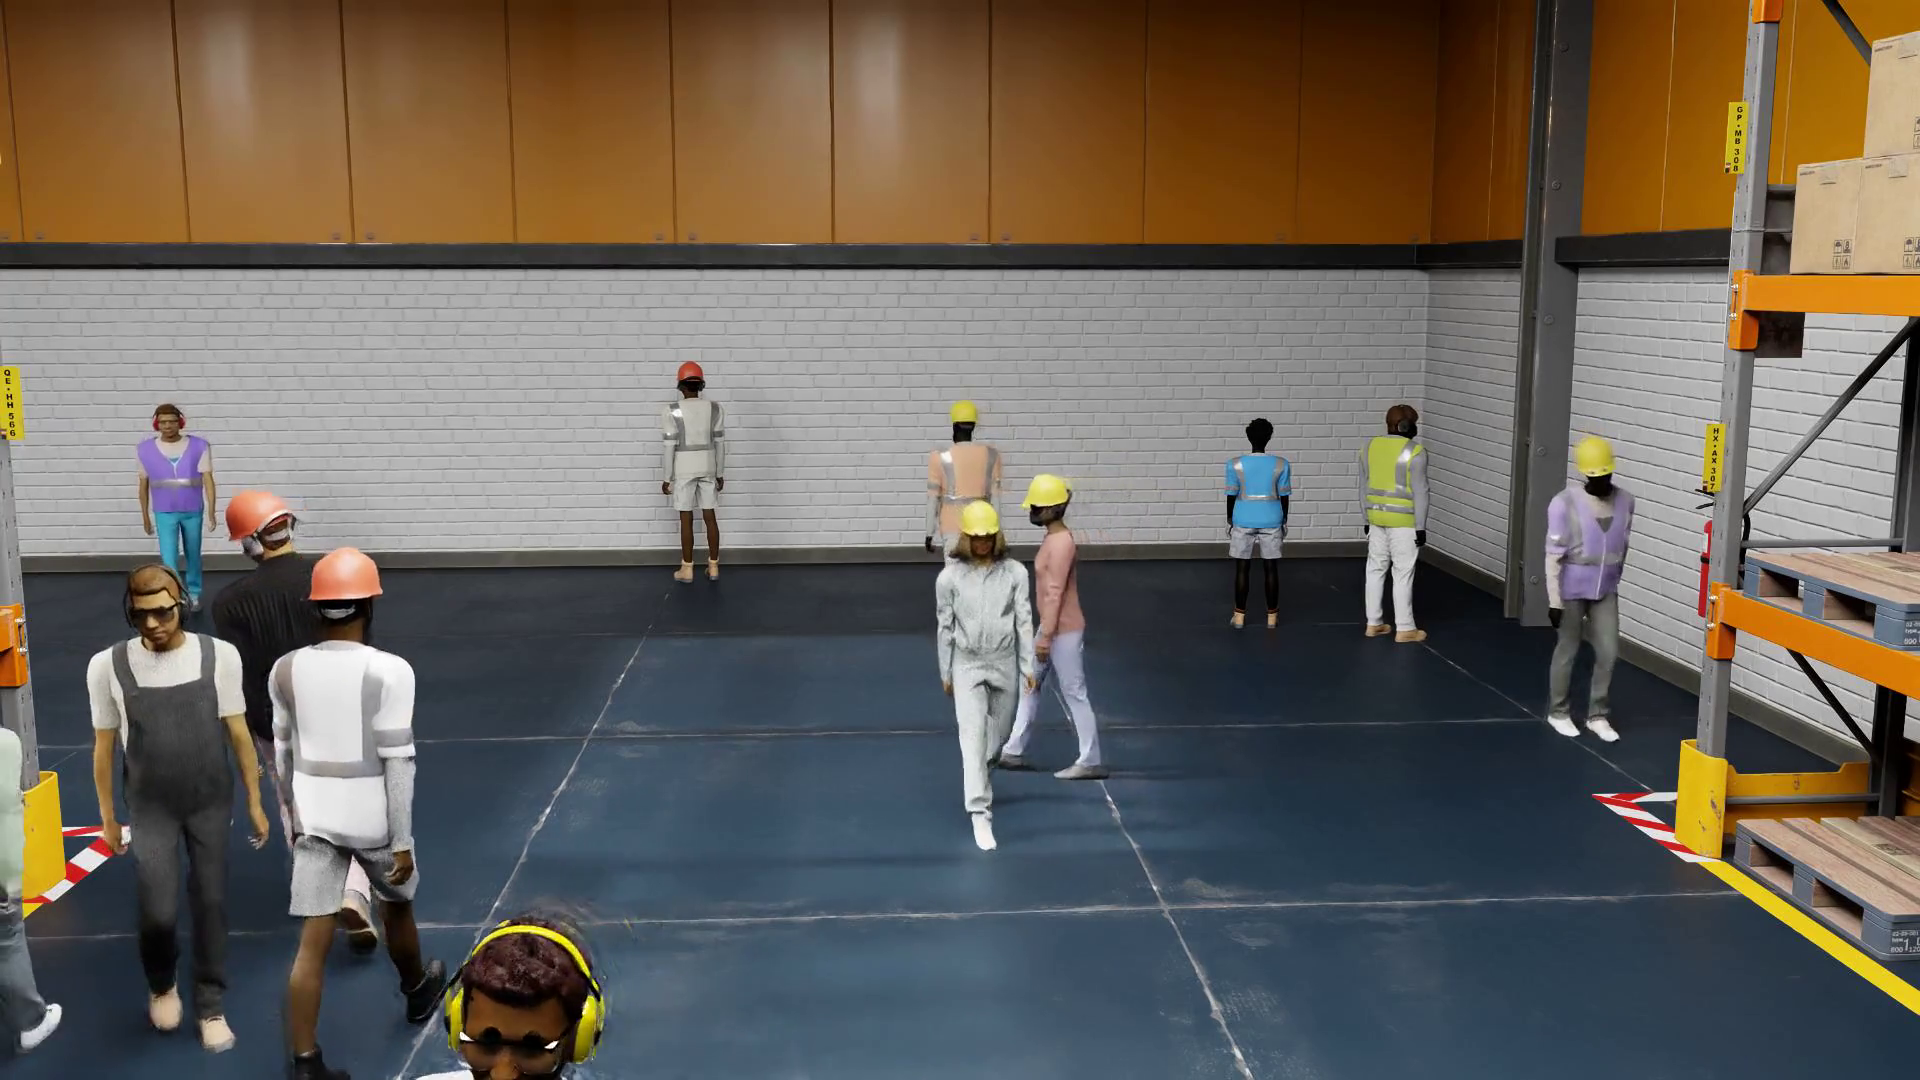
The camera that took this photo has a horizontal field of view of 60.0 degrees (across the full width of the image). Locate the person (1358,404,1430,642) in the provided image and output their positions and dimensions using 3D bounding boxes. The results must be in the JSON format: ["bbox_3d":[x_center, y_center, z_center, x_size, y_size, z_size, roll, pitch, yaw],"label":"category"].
[{"bbox_3d":[3.386,-0.134,12.932,0.430,1.841,0.624,-7,11,-36],"label":"person"}]

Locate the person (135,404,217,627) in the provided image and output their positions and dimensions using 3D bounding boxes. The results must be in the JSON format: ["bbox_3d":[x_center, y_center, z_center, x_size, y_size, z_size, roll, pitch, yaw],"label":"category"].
[{"bbox_3d":[-6.435,-0.229,13.679,0.567,1.800,0.978,-5,10,-27],"label":"person"}]

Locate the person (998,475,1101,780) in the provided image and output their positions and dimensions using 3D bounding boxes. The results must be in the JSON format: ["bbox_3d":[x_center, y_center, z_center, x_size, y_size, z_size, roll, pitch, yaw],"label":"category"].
[{"bbox_3d":[0.430,0.497,9.281,0.814,1.727,0.533,0,9,0],"label":"person"}]

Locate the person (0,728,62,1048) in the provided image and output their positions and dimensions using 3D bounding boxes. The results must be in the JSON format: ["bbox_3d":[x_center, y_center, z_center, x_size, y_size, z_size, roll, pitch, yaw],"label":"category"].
[{"bbox_3d":[-3.469,1.131,5.765,0.500,1.588,0.858,-1,9,-8],"label":"person"}]

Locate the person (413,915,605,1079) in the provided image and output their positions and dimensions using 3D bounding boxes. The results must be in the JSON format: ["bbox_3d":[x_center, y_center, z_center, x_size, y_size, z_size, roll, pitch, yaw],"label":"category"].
[{"bbox_3d":[-0.707,1.478,2.823,0.531,1.841,0.776,2,9,14],"label":"person"}]

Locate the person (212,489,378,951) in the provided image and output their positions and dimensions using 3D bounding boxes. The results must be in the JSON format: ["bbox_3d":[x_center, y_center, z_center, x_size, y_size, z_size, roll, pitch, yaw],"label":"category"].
[{"bbox_3d":[-2.733,0.761,6.984,0.683,1.944,0.863,-5,10,-28],"label":"person"}]

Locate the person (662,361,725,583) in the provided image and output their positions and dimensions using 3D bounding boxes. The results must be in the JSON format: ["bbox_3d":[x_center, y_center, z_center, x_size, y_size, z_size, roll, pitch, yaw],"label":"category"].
[{"bbox_3d":[-2.470,-0.627,15.386,0.605,2.045,0.378,-5,10,-29],"label":"person"}]

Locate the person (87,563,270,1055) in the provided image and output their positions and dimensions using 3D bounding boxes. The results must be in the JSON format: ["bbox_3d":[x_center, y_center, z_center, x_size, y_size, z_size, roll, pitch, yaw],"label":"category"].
[{"bbox_3d":[-2.819,0.973,6.037,0.538,1.828,0.414,-6,11,-34],"label":"person"}]

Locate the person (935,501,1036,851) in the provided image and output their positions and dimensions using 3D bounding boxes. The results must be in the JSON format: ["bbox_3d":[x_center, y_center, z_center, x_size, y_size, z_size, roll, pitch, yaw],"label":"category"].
[{"bbox_3d":[0.110,0.631,8.502,0.485,1.713,0.830,-2,9,-14],"label":"person"}]

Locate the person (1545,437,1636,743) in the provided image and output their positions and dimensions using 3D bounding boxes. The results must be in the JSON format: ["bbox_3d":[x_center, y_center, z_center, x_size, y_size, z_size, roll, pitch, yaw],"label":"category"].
[{"bbox_3d":[3.773,0.300,10.063,0.601,1.877,0.650,-2,9,-10],"label":"person"}]

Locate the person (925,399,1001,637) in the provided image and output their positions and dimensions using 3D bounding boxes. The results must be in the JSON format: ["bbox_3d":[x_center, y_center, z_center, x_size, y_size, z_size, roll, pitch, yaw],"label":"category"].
[{"bbox_3d":[0.045,-0.125,12.703,0.594,1.894,0.892,-4,10,-25],"label":"person"}]

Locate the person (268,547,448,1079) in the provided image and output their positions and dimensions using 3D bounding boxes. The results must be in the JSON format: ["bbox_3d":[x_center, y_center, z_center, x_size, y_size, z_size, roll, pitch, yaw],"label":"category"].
[{"bbox_3d":[-2.155,0.967,5.891,0.560,1.878,1.052,1,9,6],"label":"person"}]

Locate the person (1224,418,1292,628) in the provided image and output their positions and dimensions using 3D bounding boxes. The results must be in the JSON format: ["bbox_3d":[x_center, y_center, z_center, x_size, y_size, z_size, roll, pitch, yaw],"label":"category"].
[{"bbox_3d":[2.382,-0.128,13.337,0.538,1.696,0.317,1,9,5],"label":"person"}]
